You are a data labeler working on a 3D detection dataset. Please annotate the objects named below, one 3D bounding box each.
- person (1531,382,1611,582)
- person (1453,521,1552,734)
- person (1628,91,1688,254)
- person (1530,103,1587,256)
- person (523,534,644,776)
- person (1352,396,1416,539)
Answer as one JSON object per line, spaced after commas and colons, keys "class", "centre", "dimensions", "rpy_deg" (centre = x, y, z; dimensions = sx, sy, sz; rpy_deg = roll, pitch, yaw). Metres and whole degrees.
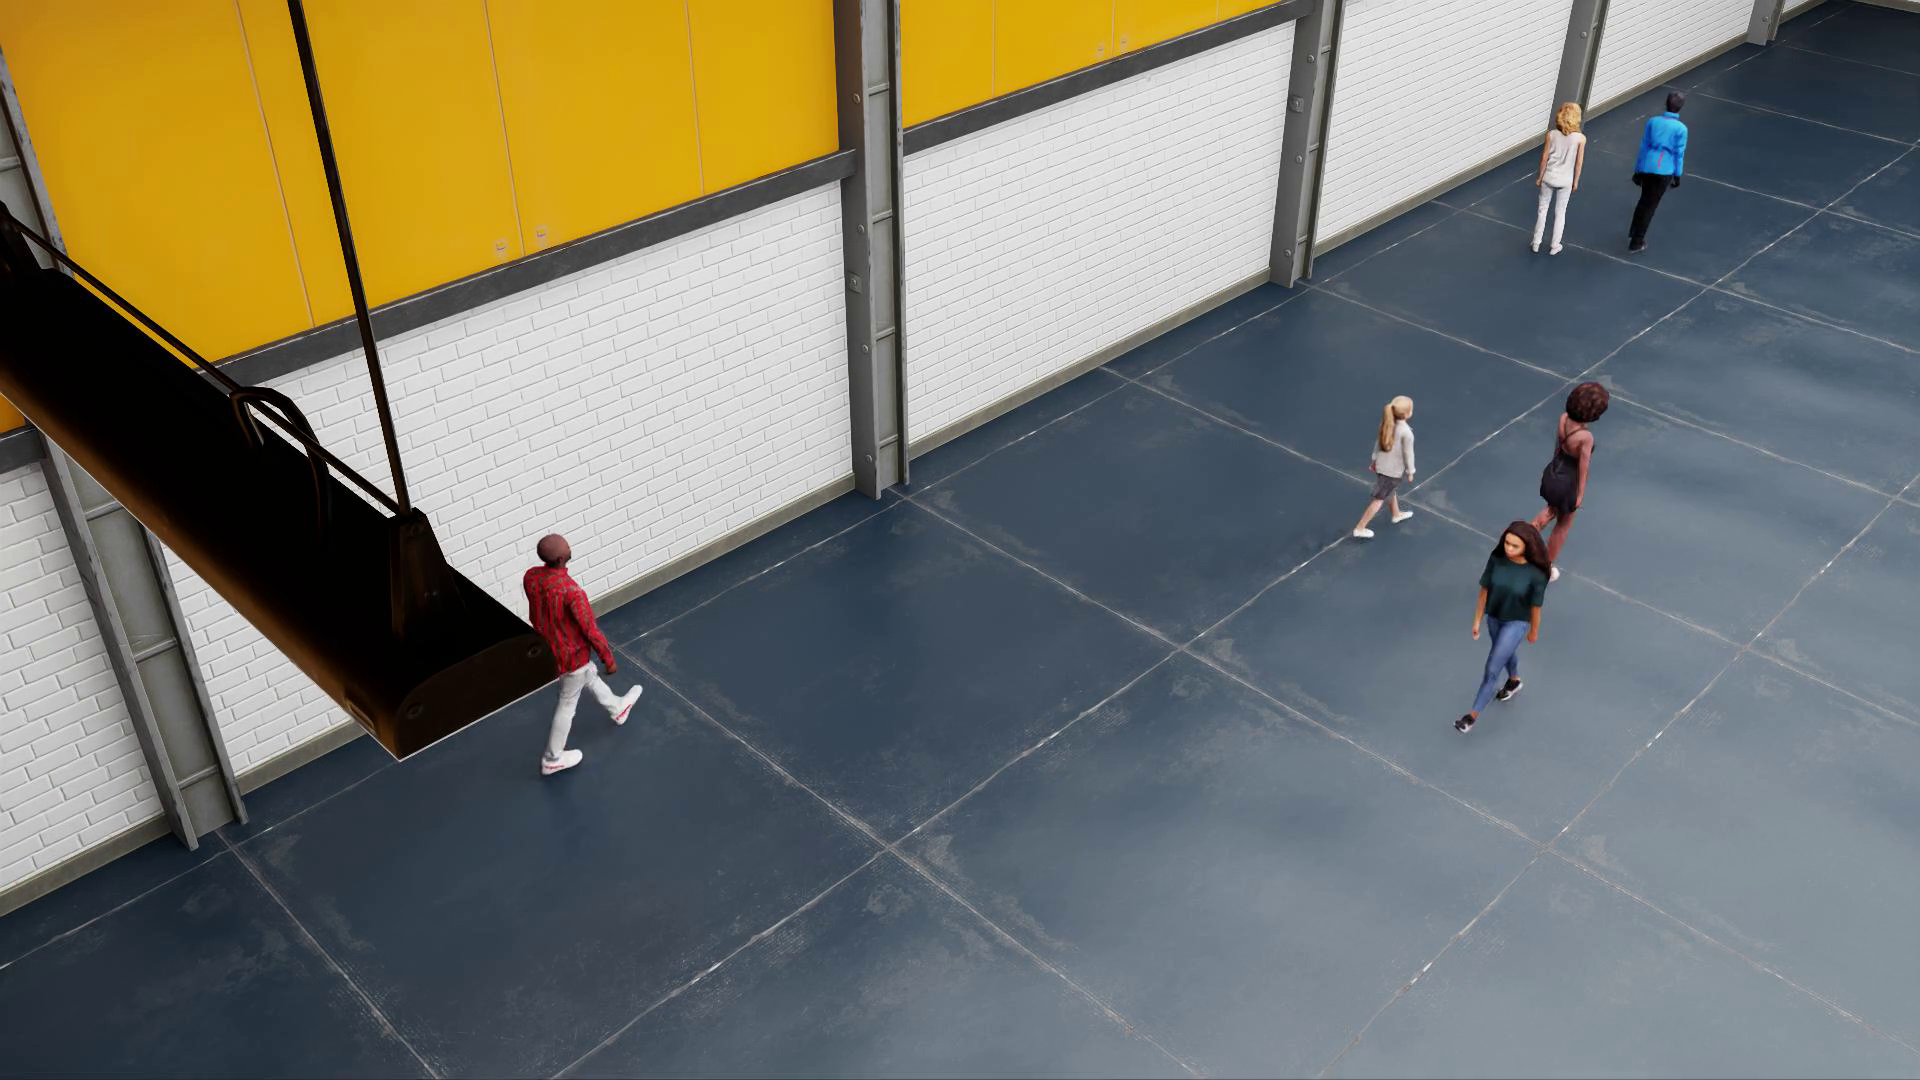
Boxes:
{"class": "person", "centre": [4.533, -0.394, 12.709], "dimensions": [0.870, 1.774, 0.750], "rpy_deg": [-11, 35, -16]}
{"class": "person", "centre": [3.822, 0.531, 11.502], "dimensions": [1.123, 1.571, 0.645], "rpy_deg": [-26, 42, -34]}
{"class": "person", "centre": [7.523, -3.977, 18.094], "dimensions": [0.742, 1.780, 0.640], "rpy_deg": [-23, 40, -31]}
{"class": "person", "centre": [6.515, -3.944, 18.142], "dimensions": [0.660, 1.672, 0.648], "rpy_deg": [15, 36, 21]}
{"class": "person", "centre": [-2.643, 0.780, 10.936], "dimensions": [0.723, 1.782, 1.162], "rpy_deg": [26, 42, 34]}
{"class": "person", "centre": [3.433, -0.567, 13.449], "dimensions": [0.953, 1.244, 0.711], "rpy_deg": [-14, 36, -20]}
